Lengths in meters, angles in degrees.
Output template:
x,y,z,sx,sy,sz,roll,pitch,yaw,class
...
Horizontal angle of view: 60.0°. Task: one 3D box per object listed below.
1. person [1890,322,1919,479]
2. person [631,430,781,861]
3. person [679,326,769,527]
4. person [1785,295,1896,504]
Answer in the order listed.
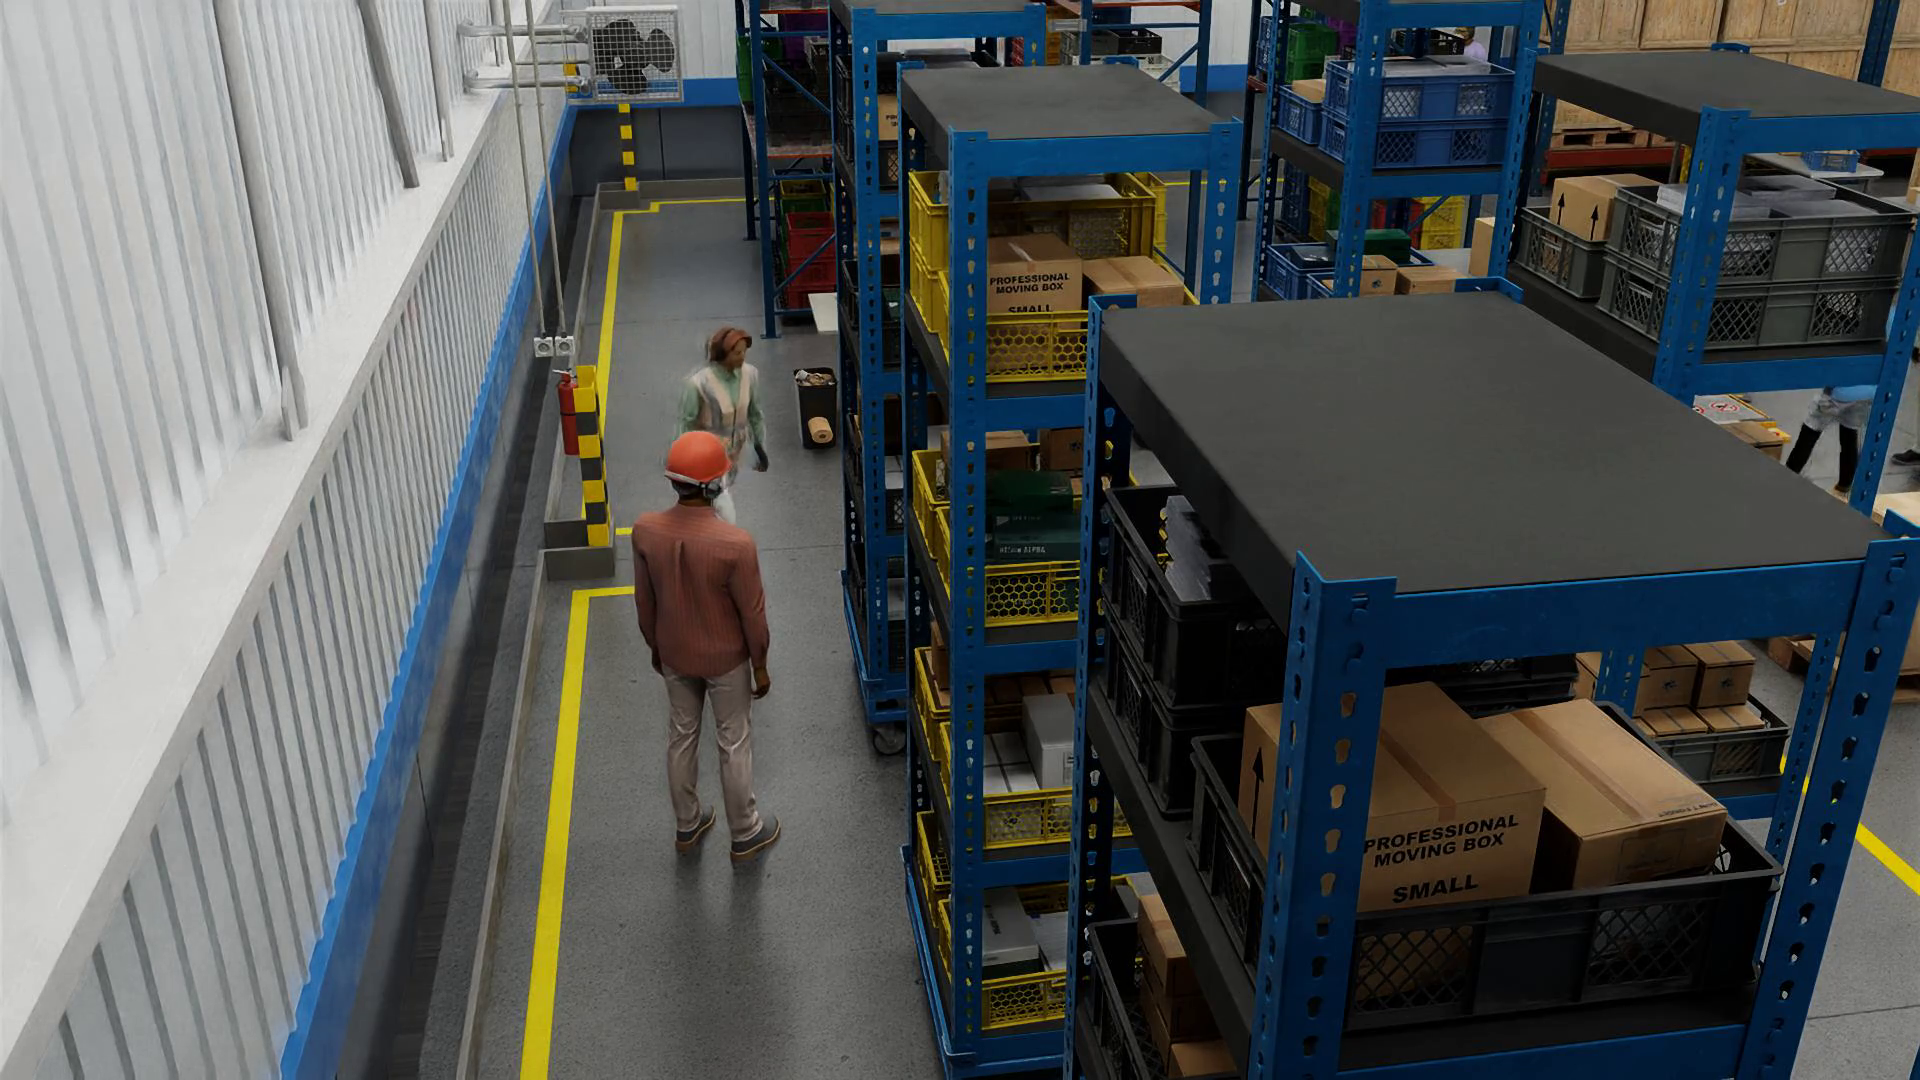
x,y,z,sx,sy,sz,roll,pitch,yaw,class
6.647,-1.302,11.279,0.455,1.807,0.624,1,25,2,person
-1.090,0.473,7.191,0.617,1.994,0.381,9,26,19,person
-1.329,-0.466,9.684,0.793,1.593,0.535,19,31,35,person
5.686,-0.995,10.748,0.568,1.678,0.454,-9,26,-18,person
